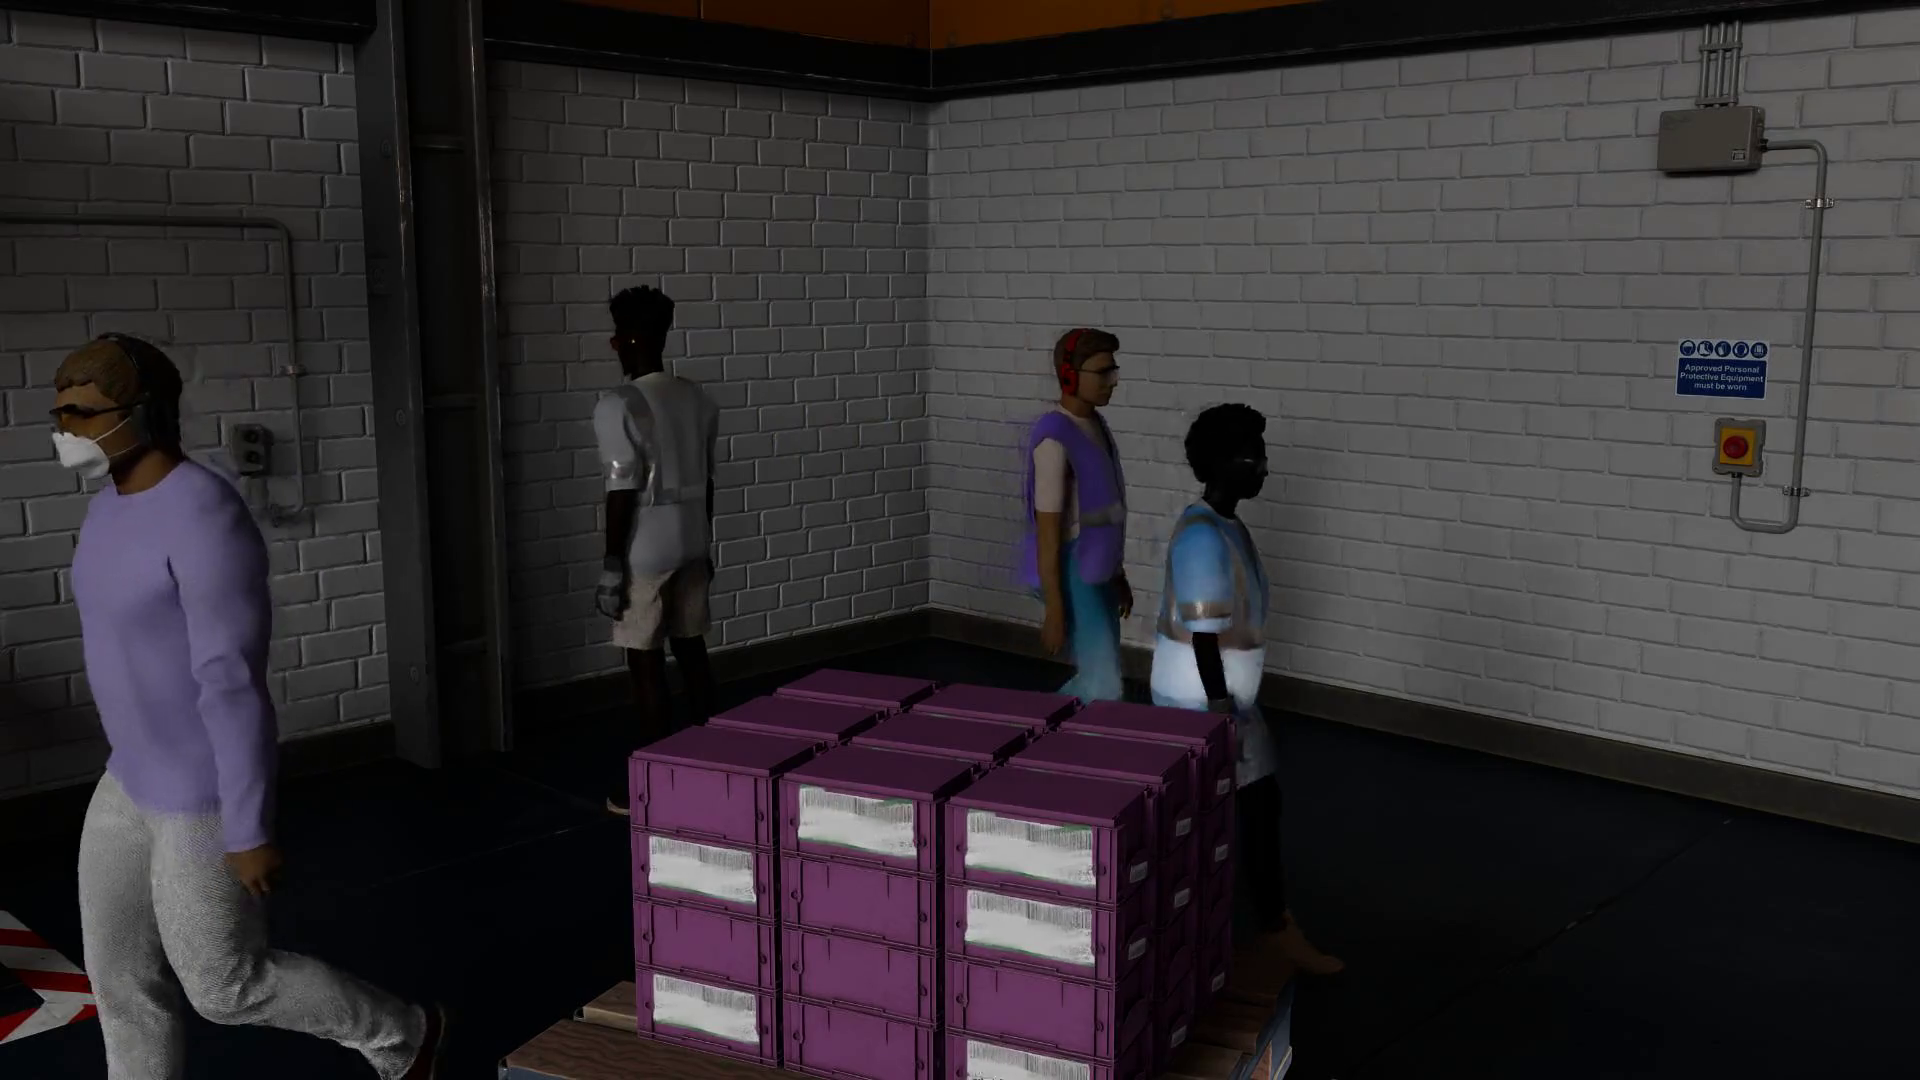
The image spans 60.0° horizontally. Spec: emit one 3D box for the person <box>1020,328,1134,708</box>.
[{"bbox_3d":[0.428,0.164,5.864,0.726,1.820,0.596,3,10,18],"label":"person"}]

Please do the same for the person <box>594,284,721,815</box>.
[{"bbox_3d":[-1.125,0.044,6.170,0.362,1.963,0.612,5,11,29],"label":"person"}]

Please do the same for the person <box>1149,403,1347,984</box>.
[{"bbox_3d":[0.649,0.432,4.728,0.853,1.662,0.530,4,10,23],"label":"person"}]

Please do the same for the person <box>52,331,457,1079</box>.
[{"bbox_3d":[-1.548,0.512,3.508,0.629,1.911,0.821,9,13,44],"label":"person"}]
